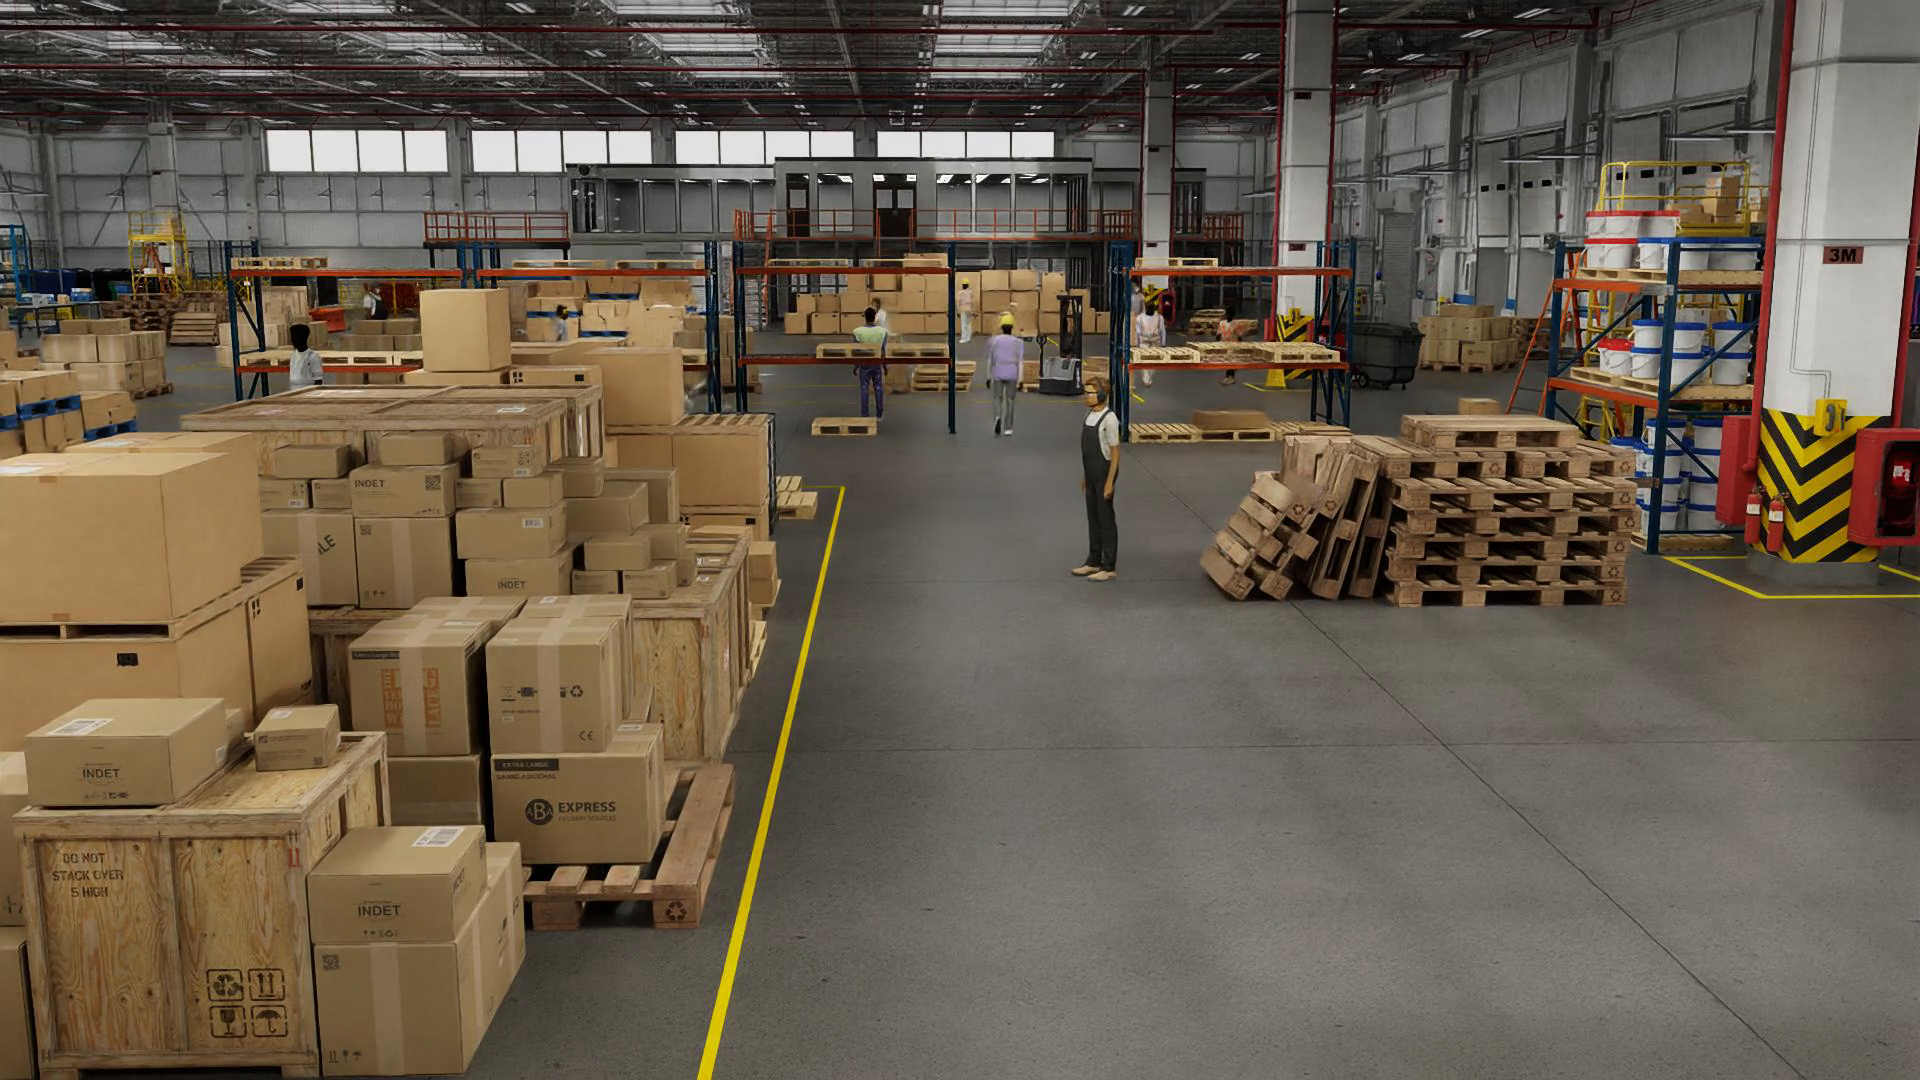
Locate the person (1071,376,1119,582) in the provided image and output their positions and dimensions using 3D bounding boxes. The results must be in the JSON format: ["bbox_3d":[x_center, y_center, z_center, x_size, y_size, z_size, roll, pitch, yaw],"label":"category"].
[{"bbox_3d":[1.242,-0.545,14.902,0.348,1.846,0.506,-4,11,-23],"label":"person"}]

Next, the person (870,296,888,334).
[{"bbox_3d":[-1.609,-4.096,34.475,0.737,1.917,0.645,-3,11,-18],"label":"person"}]

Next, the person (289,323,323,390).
[{"bbox_3d":[-8.649,-1.874,21.966,0.606,1.966,0.367,7,12,34],"label":"person"}]

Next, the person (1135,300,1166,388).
[{"bbox_3d":[3.985,-4.128,34.952,0.641,1.823,0.814,0,10,0],"label":"person"}]

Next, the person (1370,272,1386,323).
[{"bbox_3d":[14.993,-8.636,59.691,0.602,1.948,0.386,7,12,33],"label":"person"}]

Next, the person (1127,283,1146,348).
[{"bbox_3d":[4.924,-6.304,46.876,0.647,1.893,1.011,-5,11,-24],"label":"person"}]

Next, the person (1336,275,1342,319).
[{"bbox_3d":[14.778,-9.629,65.120,0.393,1.985,0.611,0,10,1],"label":"person"}]

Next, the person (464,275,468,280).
[{"bbox_3d":[-18.591,-9.098,62.585,0.578,1.843,0.973,1,10,8],"label":"person"}]

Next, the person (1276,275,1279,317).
[{"bbox_3d":[13.016,-9.982,67.482,0.630,1.842,0.429,-1,10,-5],"label":"person"}]

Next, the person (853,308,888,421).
[{"bbox_3d":[-1.512,-2.968,28.191,0.597,1.917,0.378,-2,10,-11],"label":"person"}]

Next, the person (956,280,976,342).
[{"bbox_3d":[0.186,-6.932,50.460,0.618,1.860,0.832,-3,11,-18],"label":"person"}]

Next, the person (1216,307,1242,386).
[{"bbox_3d":[5.711,-4.103,35.247,0.540,1.657,0.859,8,13,39],"label":"person"}]

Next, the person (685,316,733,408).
[{"bbox_3d":[-4.568,-3.223,30.198,0.801,1.703,0.495,-3,11,-16],"label":"person"}]

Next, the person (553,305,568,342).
[{"bbox_3d":[-7.630,-3.609,32.035,0.650,1.815,0.603,-5,11,-27],"label":"person"}]

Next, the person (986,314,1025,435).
[{"bbox_3d":[0.713,-2.575,26.015,0.613,1.907,0.503,2,10,8],"label":"person"}]

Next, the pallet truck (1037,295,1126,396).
[{"bbox_3d":[2.483,-3.881,33.060,1.885,1.965,0.823,-7,13,-36],"label":"pallet truck"}]

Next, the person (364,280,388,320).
[{"bbox_3d":[-15.219,-5.769,43.460,0.536,2.000,0.688,2,10,8],"label":"person"}]
